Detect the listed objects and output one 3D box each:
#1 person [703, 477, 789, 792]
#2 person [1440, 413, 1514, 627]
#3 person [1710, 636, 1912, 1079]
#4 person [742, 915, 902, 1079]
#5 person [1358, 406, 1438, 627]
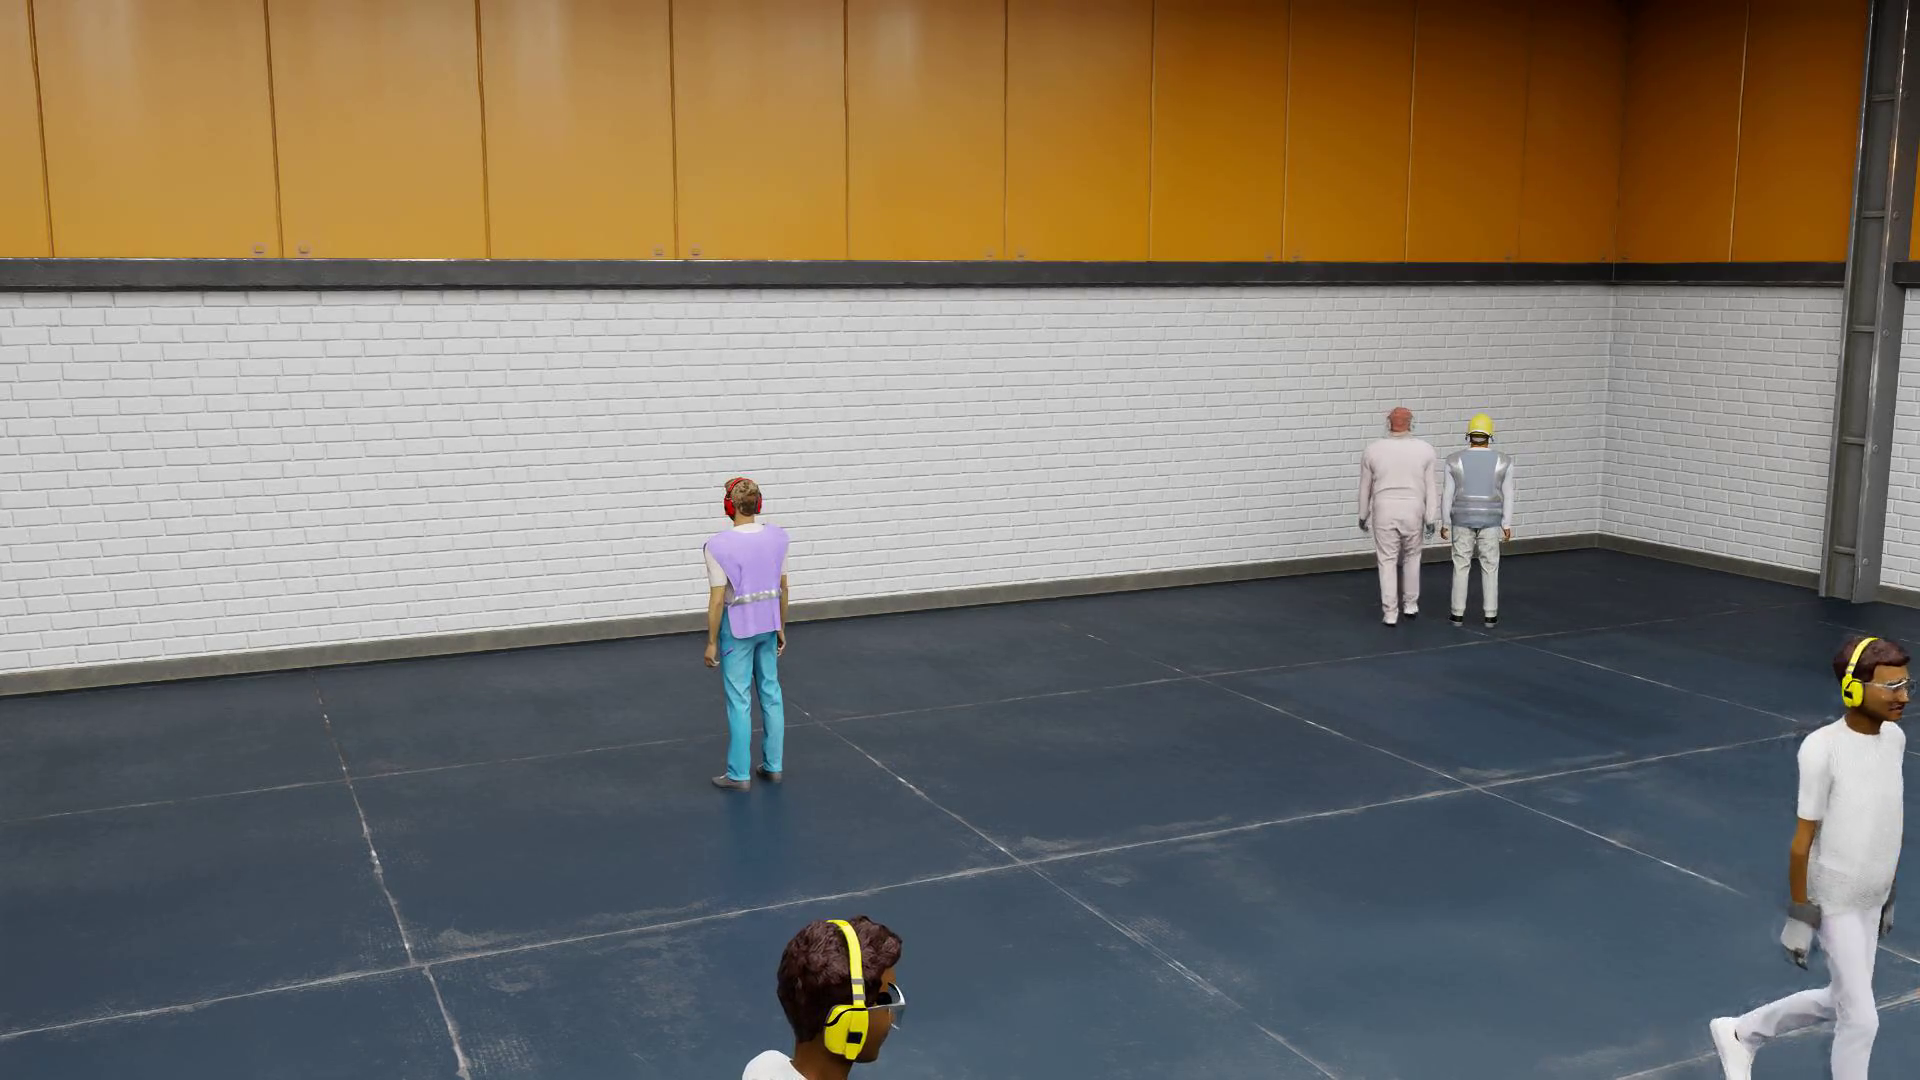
[{"bbox_3d":[-1.239,0.554,9.733,0.564,1.846,0.390,-8,12,-42],"label":"person"},{"bbox_3d":[4.420,-0.166,14.243,0.600,1.830,0.403,2,9,13],"label":"person"},{"bbox_3d":[2.965,1.208,5.687,0.511,1.849,0.786,-5,11,-30],"label":"person"},{"bbox_3d":[-0.274,1.614,3.157,0.370,1.853,0.490,-4,10,-23],"label":"person"},{"bbox_3d":[3.790,-0.222,14.445,0.662,1.873,0.840,2,9,12],"label":"person"}]
